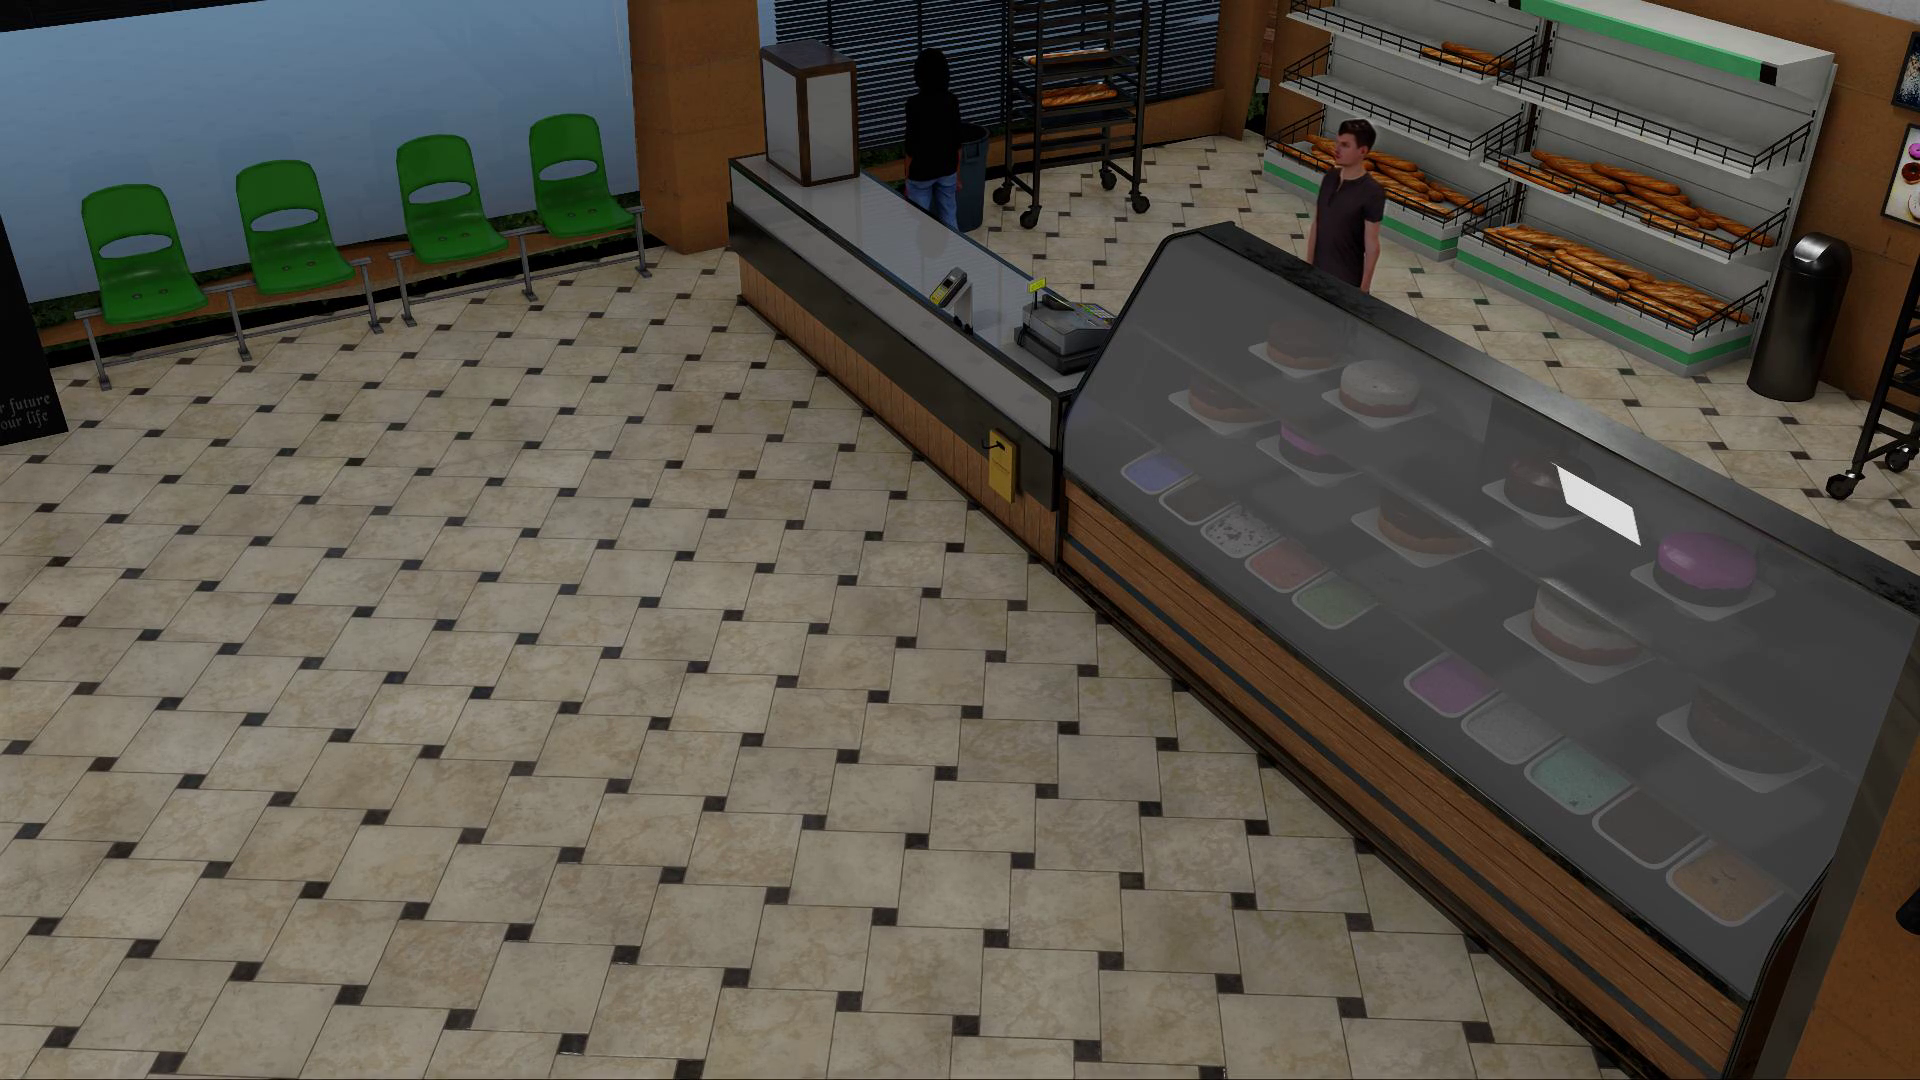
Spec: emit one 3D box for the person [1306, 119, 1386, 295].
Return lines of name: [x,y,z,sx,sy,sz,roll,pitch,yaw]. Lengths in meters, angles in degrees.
person: [2.132,-1.449,9.322,0.514,1.850,0.645,-17,36,-25]

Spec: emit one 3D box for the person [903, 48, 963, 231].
person: [-0.185,-2.398,10.988,0.509,1.702,0.655,-12,34,-18]
